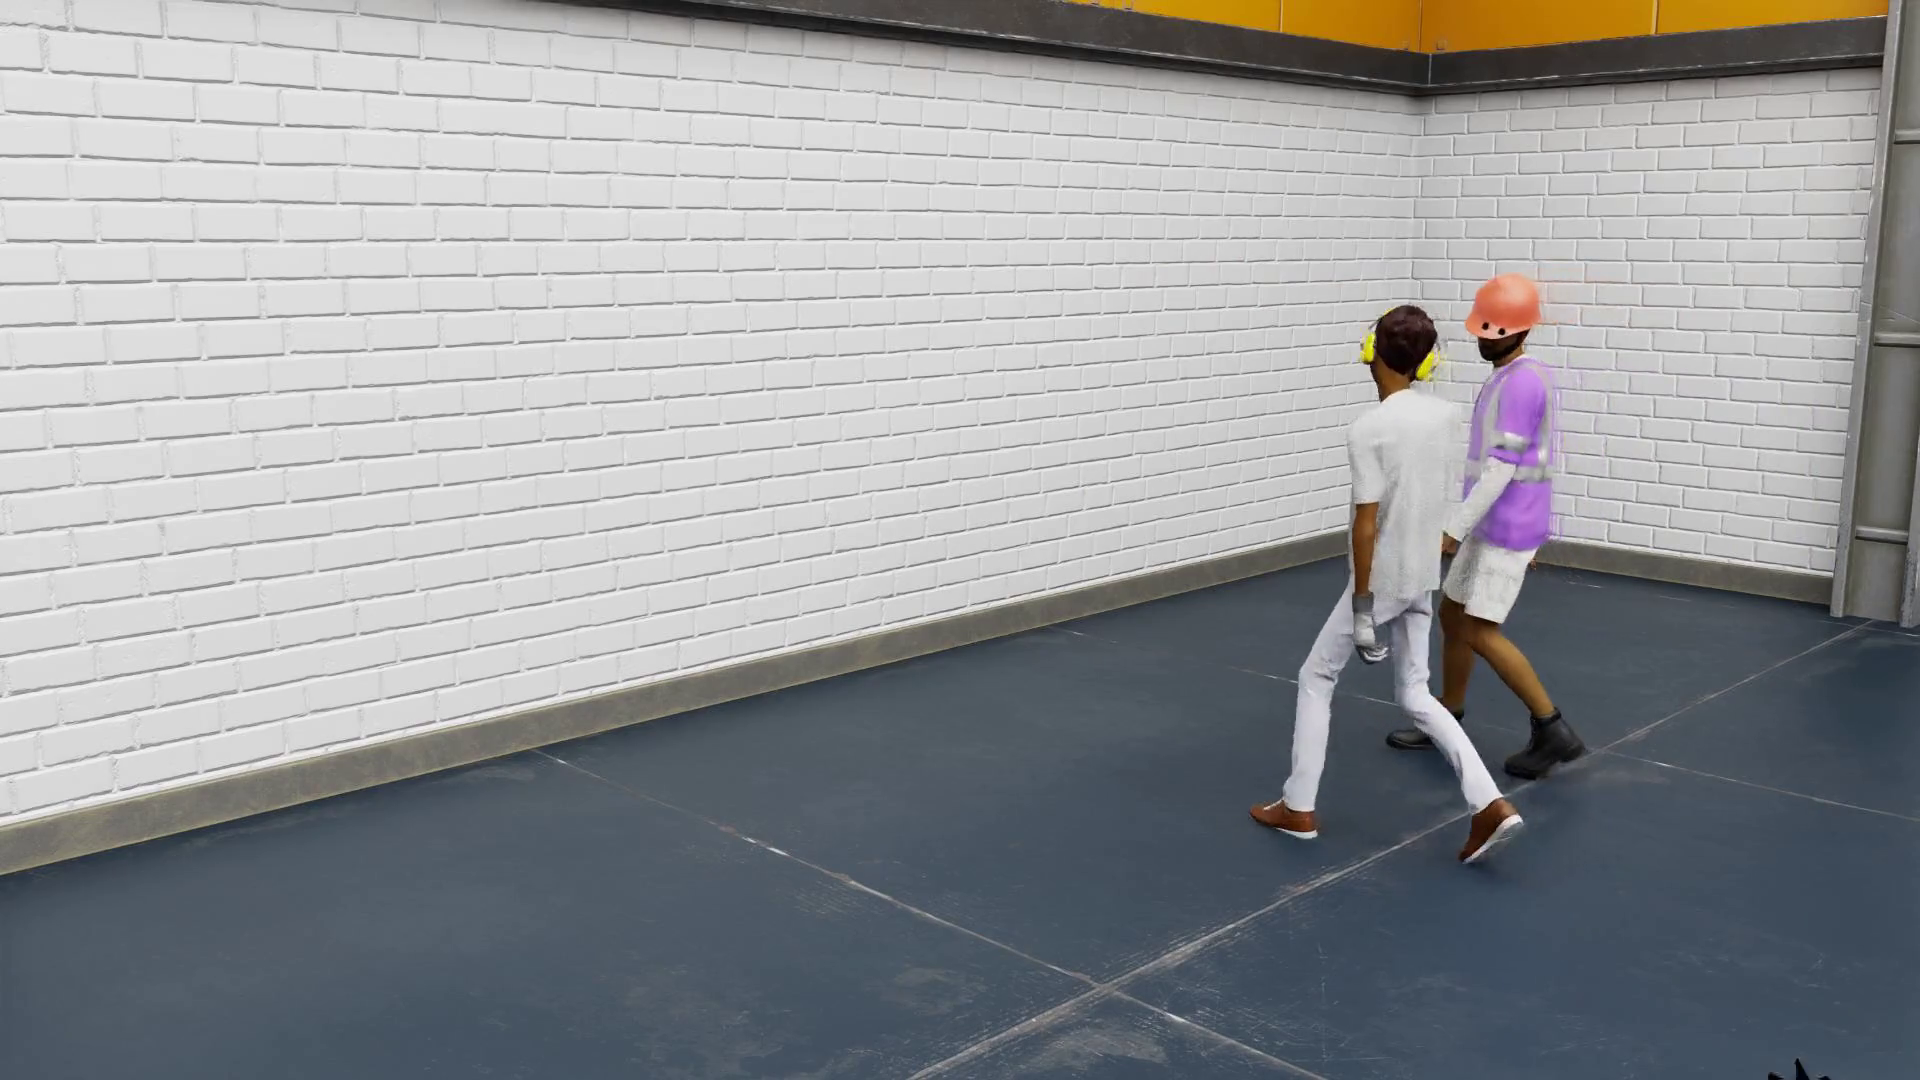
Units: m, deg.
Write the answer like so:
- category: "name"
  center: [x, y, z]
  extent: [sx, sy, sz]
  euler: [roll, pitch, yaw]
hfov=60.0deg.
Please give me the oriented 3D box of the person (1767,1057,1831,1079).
- category: "person"
  center: [0.450, 1.034, 1.076]
  extent: [0.777, 1.597, 0.527]
  euler: [9, 14, 40]

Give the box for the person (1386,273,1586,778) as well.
- category: "person"
  center: [2.021, -0.049, 6.218]
  extent: [0.654, 1.892, 0.545]
  euler: [2, 11, 9]

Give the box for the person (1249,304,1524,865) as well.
- category: "person"
  center: [1.395, 0.146, 5.378]
  extent: [0.487, 1.813, 0.881]
  euler: [-7, 12, -32]
